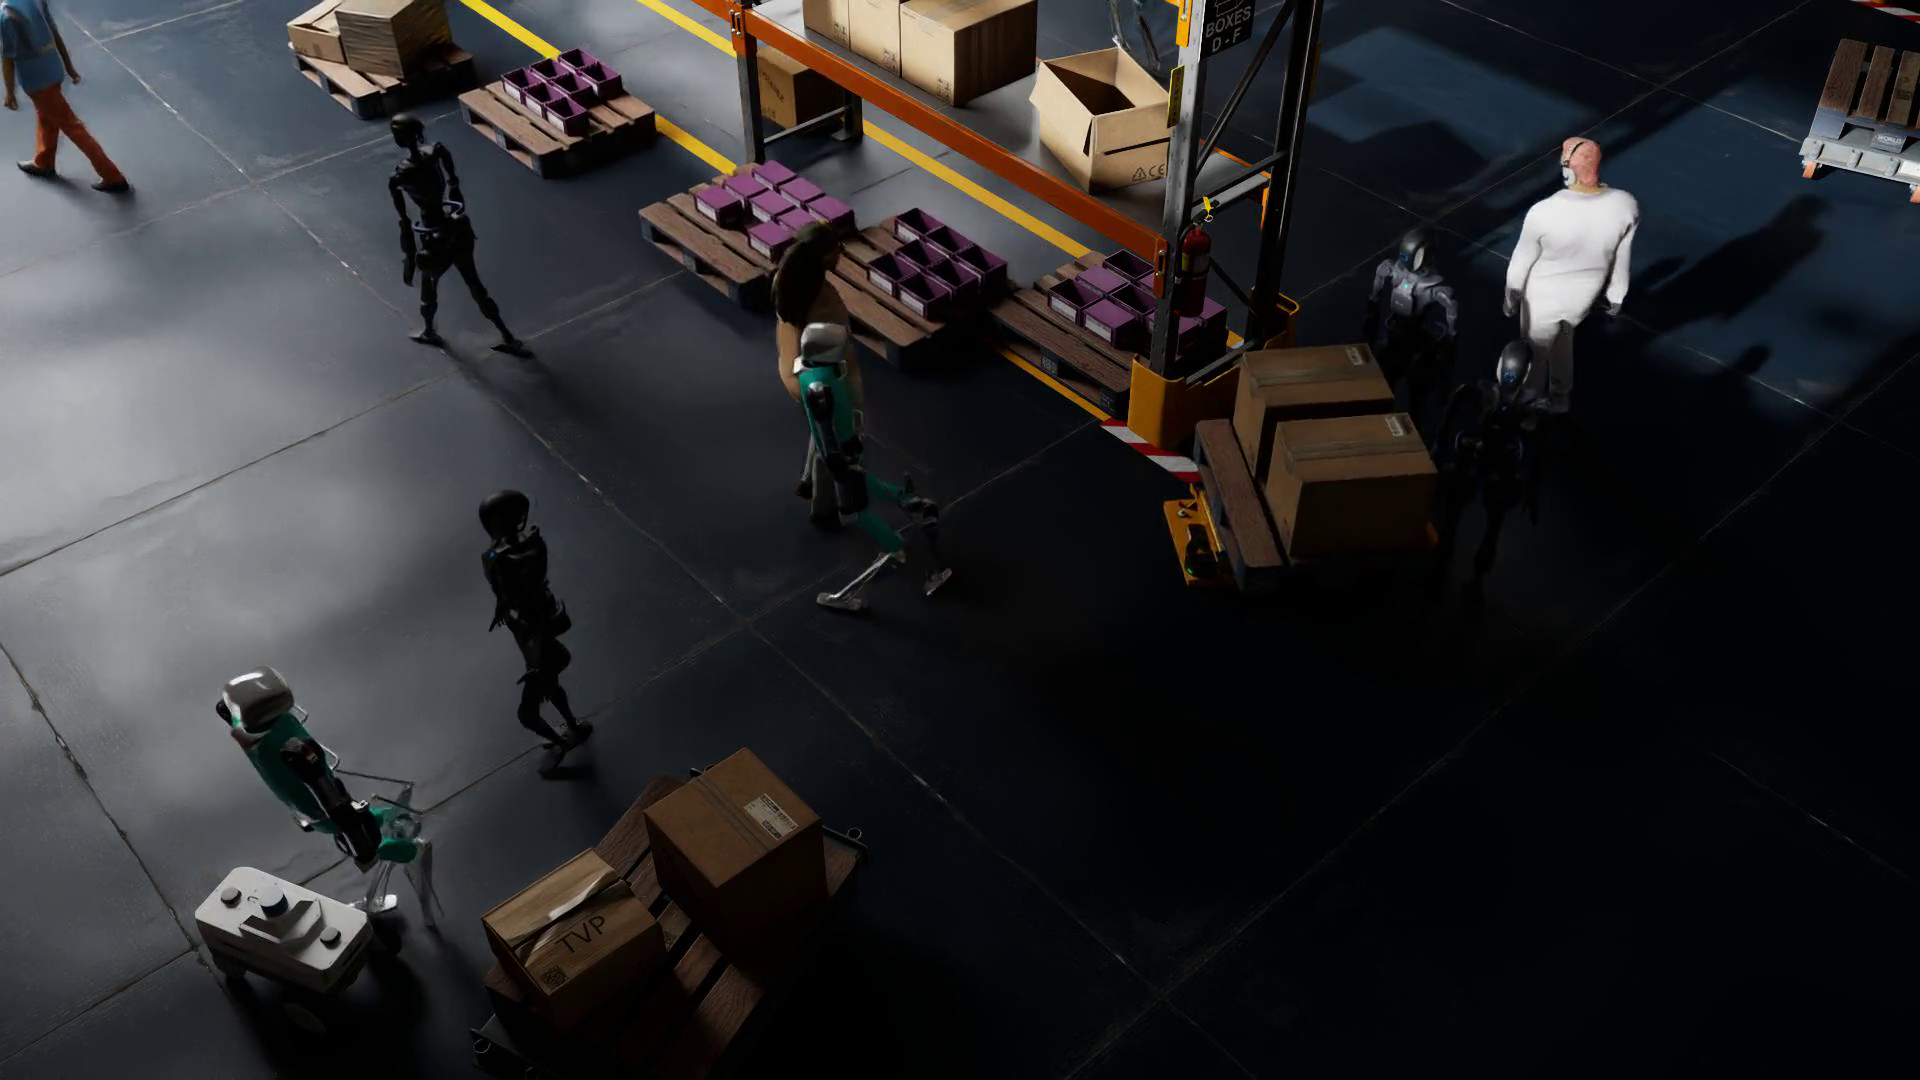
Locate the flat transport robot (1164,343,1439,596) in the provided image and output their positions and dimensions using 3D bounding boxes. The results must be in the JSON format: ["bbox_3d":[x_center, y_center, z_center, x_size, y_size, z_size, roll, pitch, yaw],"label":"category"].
[{"bbox_3d":[1.895,-0.070,9.171,1.431,0.231,0.659,-4,43,-5],"label":"flat transport robot"}]

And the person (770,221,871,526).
[{"bbox_3d":[-0.737,-0.869,8.866,0.456,1.855,0.602,-26,49,-26],"label":"person"}]

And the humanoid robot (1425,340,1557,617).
[{"bbox_3d":[2.648,-0.309,8.393,0.602,1.653,0.322,11,44,12],"label":"humanoid robot"}]

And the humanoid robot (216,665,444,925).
[{"bbox_3d":[-2.451,1.094,6.877,0.530,1.868,0.740,27,49,26],"label":"humanoid robot"}]

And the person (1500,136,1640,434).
[{"bbox_3d":[3.404,-1.427,9.460,0.699,1.874,0.438,-4,43,-5],"label":"person"}]

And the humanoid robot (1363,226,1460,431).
[{"bbox_3d":[2.484,-1.018,9.168,0.367,1.647,0.616,-31,51,-30],"label":"humanoid robot"}]

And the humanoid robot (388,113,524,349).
[{"bbox_3d":[-3.147,-1.840,10.095,0.788,1.633,0.610,16,45,17],"label":"humanoid robot"}]

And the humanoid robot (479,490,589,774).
[{"bbox_3d":[-1.970,0.406,7.609,0.364,1.649,0.599,-25,48,-25],"label":"humanoid robot"}]

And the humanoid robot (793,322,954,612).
[{"bbox_3d":[-0.328,-0.329,8.403,0.934,1.804,0.553,-3,43,-3],"label":"humanoid robot"}]

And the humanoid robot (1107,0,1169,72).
[{"bbox_3d":[1.373,-4.499,12.901,0.548,1.736,0.981,-15,45,-15],"label":"humanoid robot"}]

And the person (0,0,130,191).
[{"bbox_3d":[-6.415,-3.224,11.529,0.919,1.712,0.516,7,43,8],"label":"person"}]

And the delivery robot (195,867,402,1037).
[{"bbox_3d":[-2.808,1.703,7.046,0.791,0.614,0.499,16,45,17],"label":"delivery robot"}]
